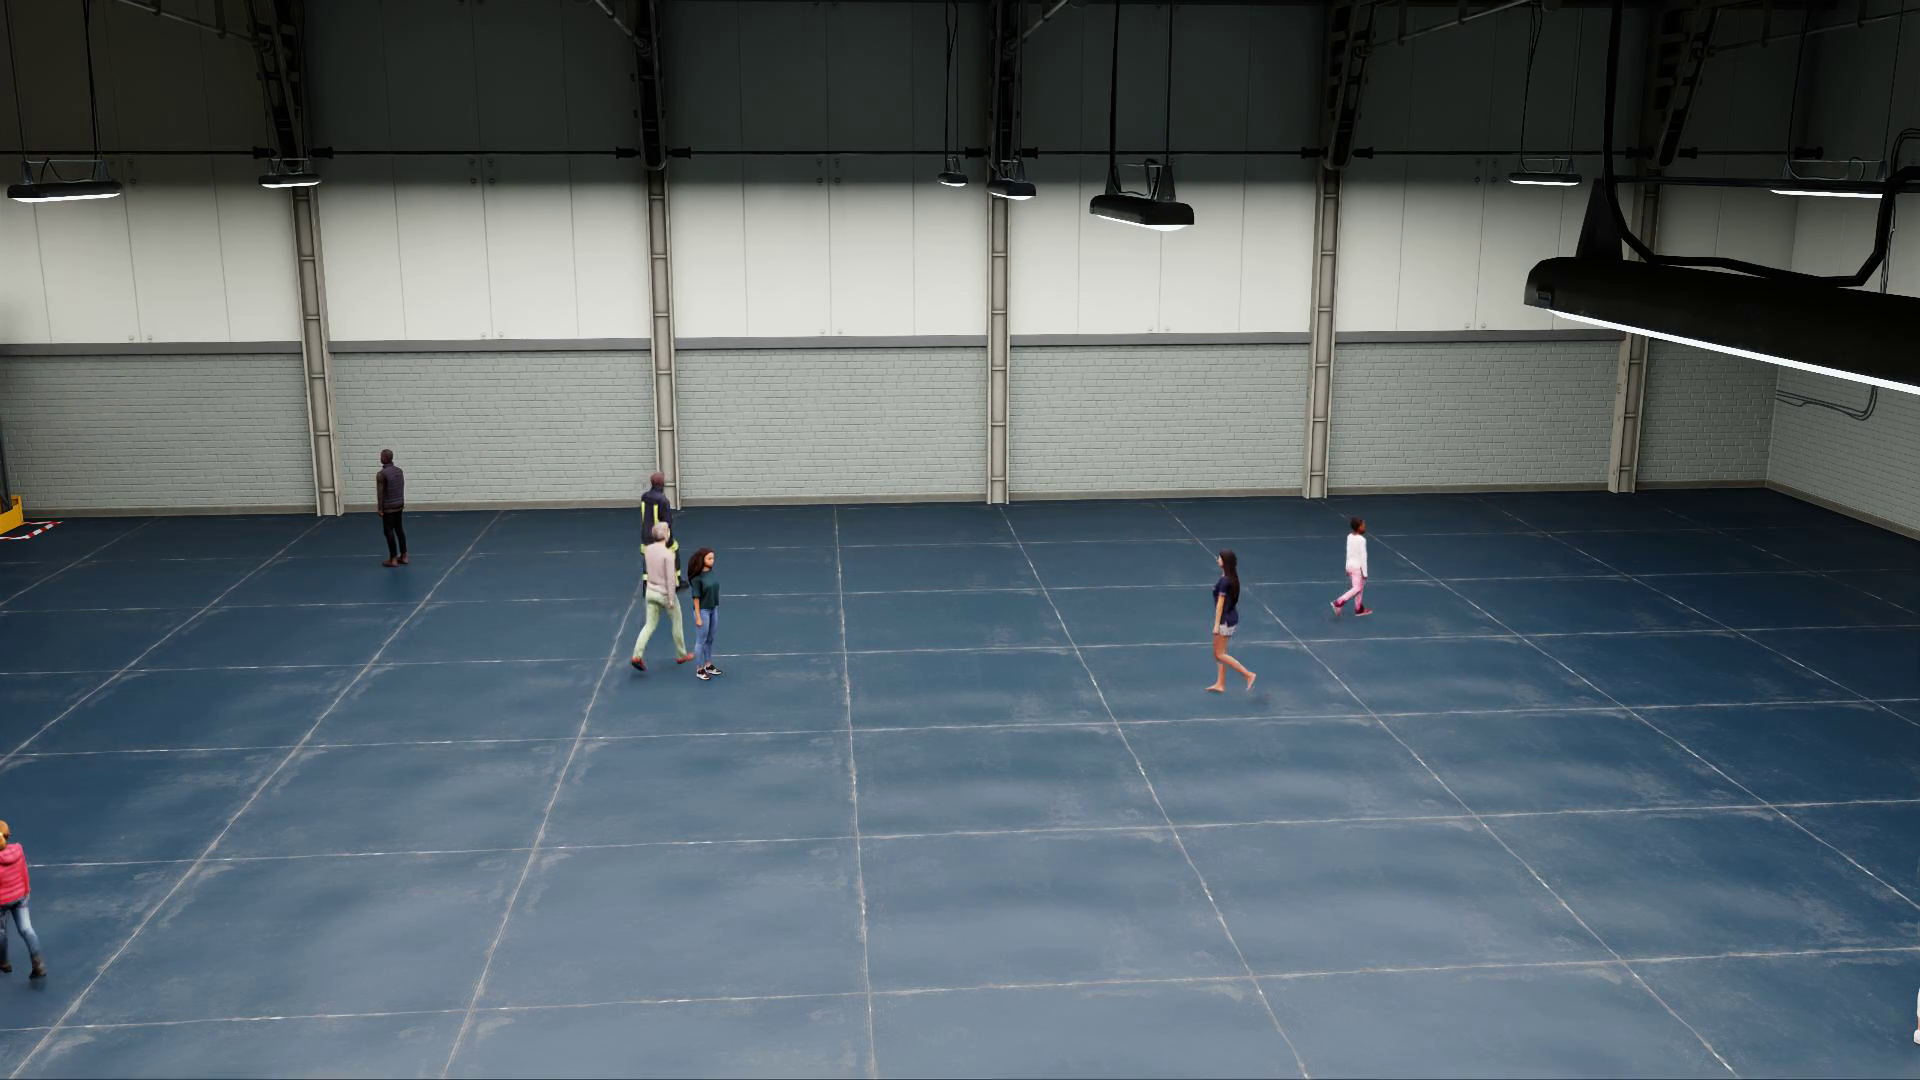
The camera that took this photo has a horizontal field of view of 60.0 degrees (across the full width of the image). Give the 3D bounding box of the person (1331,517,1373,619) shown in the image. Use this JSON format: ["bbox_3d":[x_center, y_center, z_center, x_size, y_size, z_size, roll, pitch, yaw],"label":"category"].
[{"bbox_3d":[5.417,0.389,22.903,0.966,1.430,0.678,-4,14,-18],"label":"person"}]

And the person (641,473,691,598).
[{"bbox_3d":[-4.436,-0.060,24.032,1.093,1.796,1.143,9,16,35],"label":"person"}]

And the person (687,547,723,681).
[{"bbox_3d":[-3.124,0.880,20.373,0.745,1.616,0.709,6,14,25],"label":"person"}]

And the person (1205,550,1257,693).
[{"bbox_3d":[3.203,0.999,19.565,0.988,1.748,0.865,7,15,28],"label":"person"}]

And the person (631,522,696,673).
[{"bbox_3d":[-3.759,0.724,20.520,1.239,1.853,1.203,7,15,29],"label":"person"}]

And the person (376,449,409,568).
[{"bbox_3d":[-8.846,-0.512,25.891,0.733,1.837,0.762,5,14,19],"label":"person"}]

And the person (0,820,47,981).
[{"bbox_3d":[-7.278,2.798,12.811,0.974,1.290,0.867,9,16,33],"label":"person"}]
